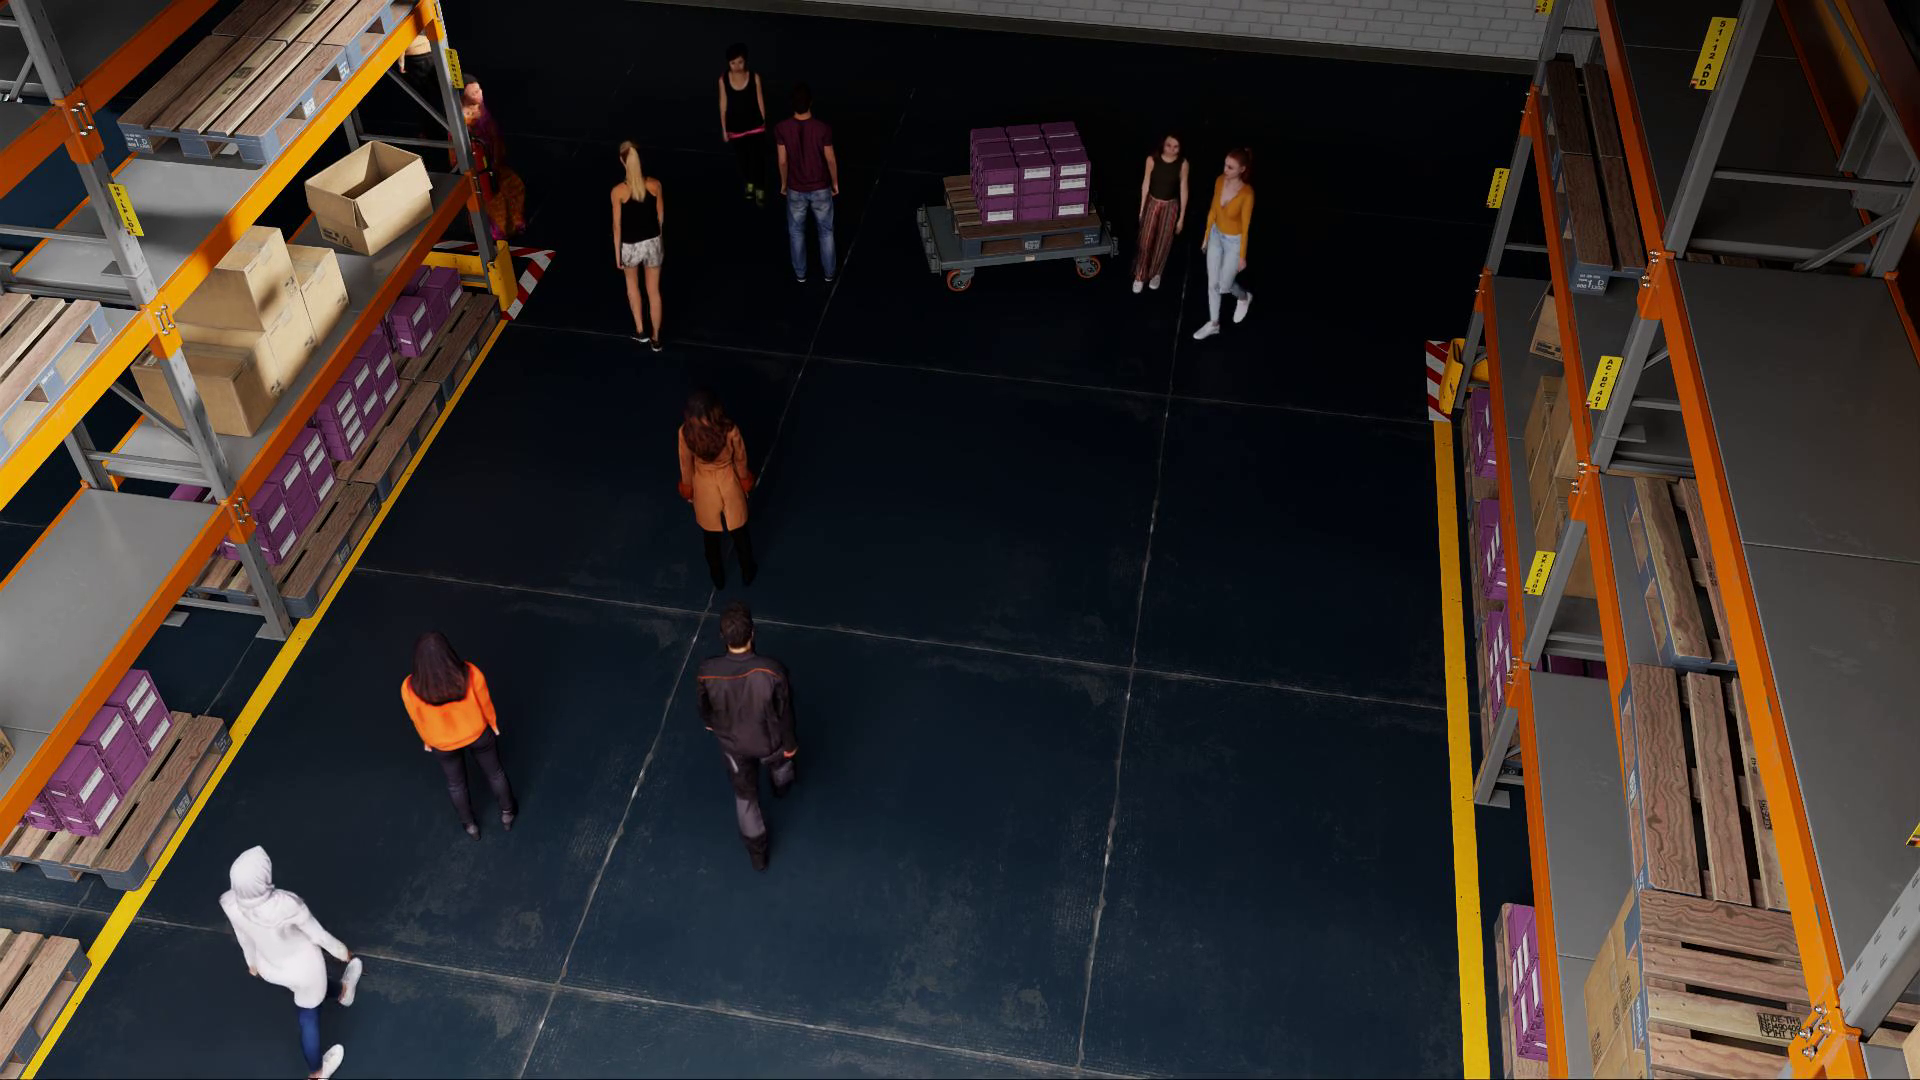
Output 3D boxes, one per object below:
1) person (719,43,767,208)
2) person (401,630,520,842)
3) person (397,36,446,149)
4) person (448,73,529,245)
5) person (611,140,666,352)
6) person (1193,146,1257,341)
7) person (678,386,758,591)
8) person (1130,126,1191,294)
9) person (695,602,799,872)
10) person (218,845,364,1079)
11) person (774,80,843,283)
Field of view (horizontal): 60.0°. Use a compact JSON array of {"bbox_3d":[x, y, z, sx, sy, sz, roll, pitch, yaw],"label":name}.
[{"bbox_3d":[-1.946,-3.813,15.079,0.607,1.535,0.683,-1,44,-1],"label":"person"},{"bbox_3d":[-2.915,1.145,9.720,0.704,1.749,0.710,-13,45,-13],"label":"person"},{"bbox_3d":[-5.084,-4.572,15.718,0.723,1.752,0.811,-32,52,-29],"label":"person"},{"bbox_3d":[-4.221,-3.309,14.465,0.724,1.653,0.698,5,44,5],"label":"person"},{"bbox_3d":[-2.510,-2.293,13.274,0.734,1.825,0.764,-18,47,-18],"label":"person"},{"bbox_3d":[2.222,-2.411,13.461,0.943,1.738,0.873,-28,50,-26],"label":"person"},{"bbox_3d":[-1.644,-0.340,11.297,0.736,1.723,0.683,-4,44,-4],"label":"person"},{"bbox_3d":[1.724,-2.831,14.038,0.619,1.550,0.617,11,45,12],"label":"person"},{"bbox_3d":[-1.203,1.195,9.551,0.862,1.909,1.137,0,44,0],"label":"person"},{"bbox_3d":[-3.476,2.259,8.551,0.684,1.749,0.991,10,45,10],"label":"person"},{"bbox_3d":[-1.274,-3.005,13.996,0.687,1.859,0.601,1,44,1],"label":"person"}]
